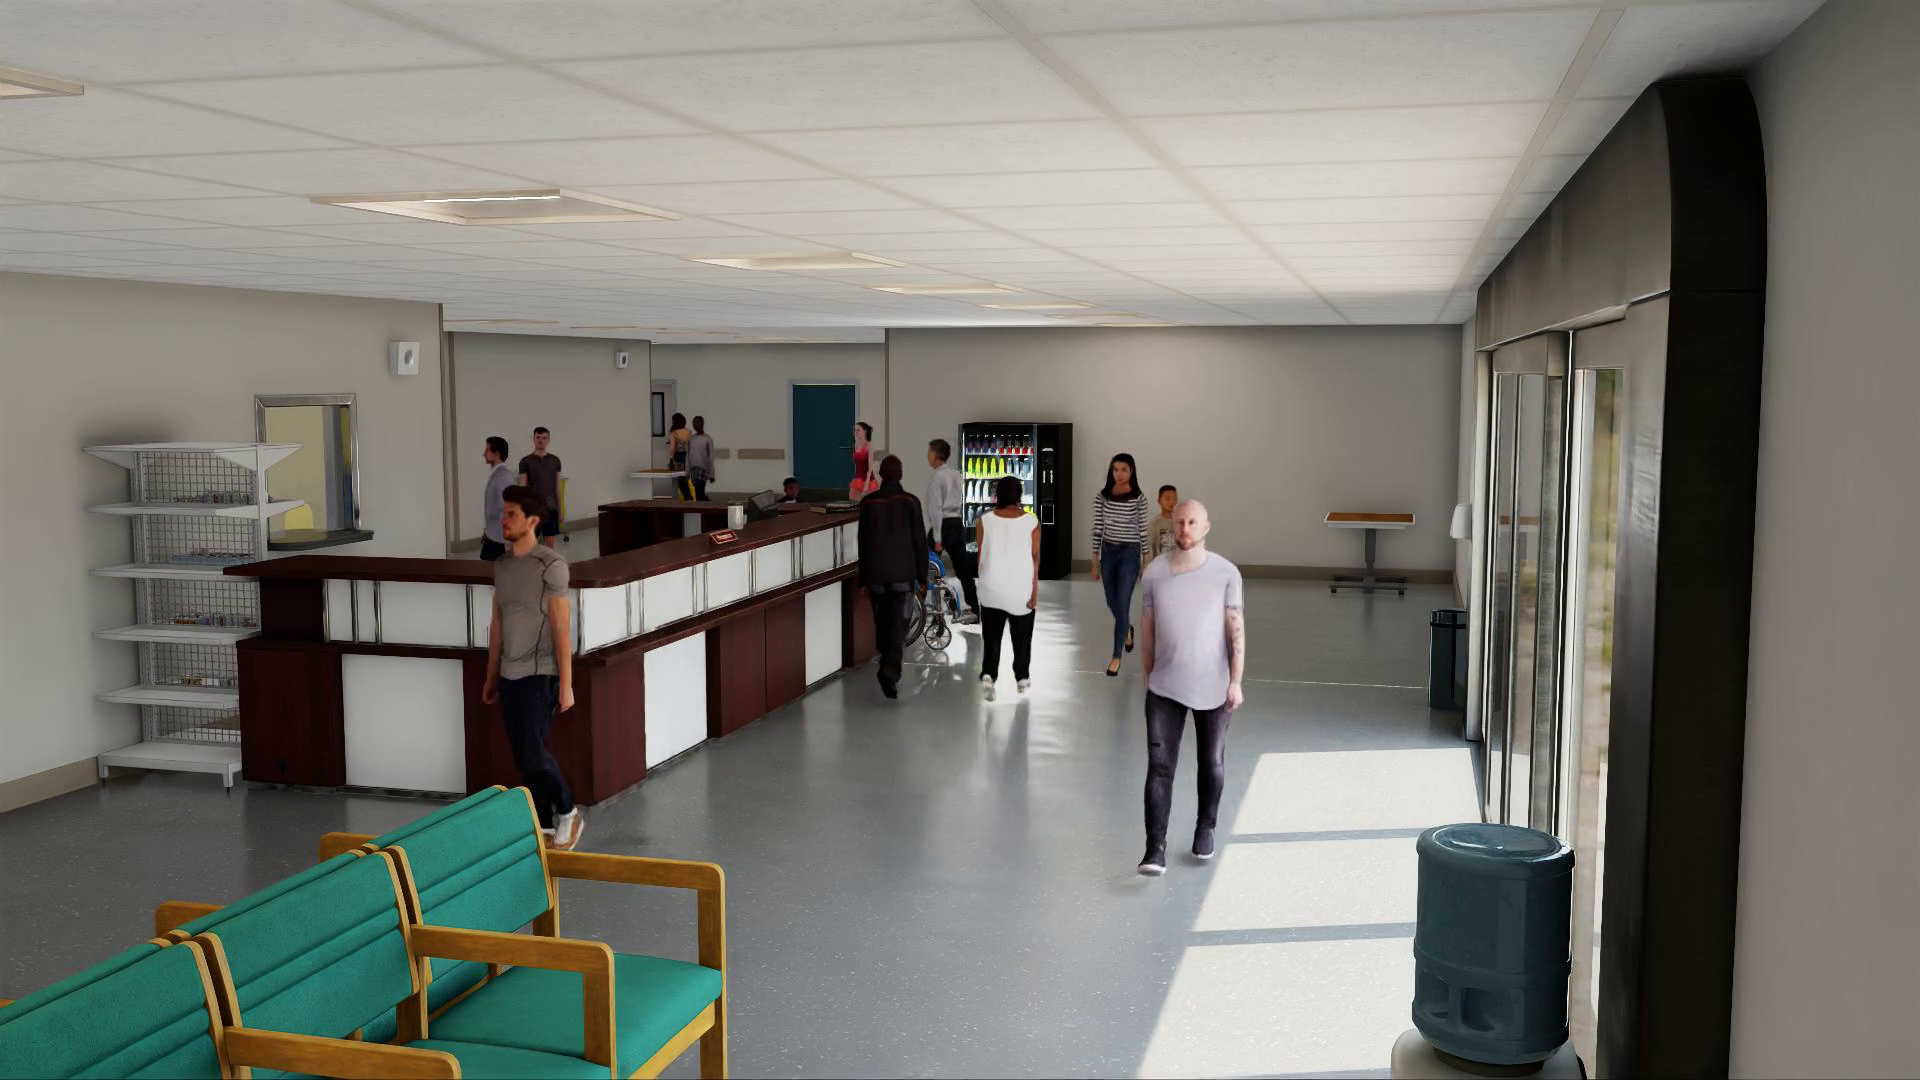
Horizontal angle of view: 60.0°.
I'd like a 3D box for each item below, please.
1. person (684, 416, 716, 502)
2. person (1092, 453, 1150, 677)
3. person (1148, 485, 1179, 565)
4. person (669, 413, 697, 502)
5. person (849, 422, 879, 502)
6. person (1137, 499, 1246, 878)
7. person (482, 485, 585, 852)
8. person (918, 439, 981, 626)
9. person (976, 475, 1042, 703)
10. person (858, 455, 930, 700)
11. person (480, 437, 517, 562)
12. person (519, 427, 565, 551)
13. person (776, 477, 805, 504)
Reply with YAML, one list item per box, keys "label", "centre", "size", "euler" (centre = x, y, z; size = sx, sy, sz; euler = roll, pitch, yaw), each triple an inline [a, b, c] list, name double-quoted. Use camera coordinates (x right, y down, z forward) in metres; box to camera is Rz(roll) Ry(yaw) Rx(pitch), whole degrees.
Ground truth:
- label: "person"
  centre: [-4.009, -1.038, 25.959]
  size: [1.166, 1.735, 0.778]
  euler: [2, 6, 22]
- label: "person"
  centre: [1.307, 0.203, 13.411]
  size: [1.076, 1.761, 0.721]
  euler: [2, 6, 21]
- label: "person"
  centre: [1.804, 0.247, 14.567]
  size: [0.557, 1.459, 0.666]
  euler: [-1, 6, -13]
- label: "person"
  centre: [-4.685, -1.272, 28.238]
  size: [0.951, 1.746, 1.068]
  euler: [-4, 7, -34]
- label: "person"
  centre: [-1.279, -0.774, 23.490]
  size: [1.138, 1.705, 1.008]
  euler: [6, 8, 44]
- label: "person"
  centre: [1.161, 0.719, 8.202]
  size: [1.020, 1.795, 0.722]
  euler: [1, 6, 14]
- label: "person"
  centre: [-2.059, 0.668, 8.256]
  size: [0.735, 1.885, 0.834]
  euler: [4, 7, 37]
- label: "person"
  centre: [-0.068, -0.036, 15.842]
  size: [1.275, 1.767, 1.010]
  euler: [5, 7, 39]
- label: "person"
  centre: [0.328, 0.377, 12.295]
  size: [1.019, 1.656, 0.769]
  euler: [1, 6, 8]
- label: "person"
  centre: [-0.529, 0.288, 12.484]
  size: [1.160, 1.795, 0.802]
  euler: [1, 6, 12]
- label: "person"
  centre: [-4.164, -0.021, 15.505]
  size: [1.313, 1.806, 0.996]
  euler: [-1, 6, -7]
- label: "person"
  centre: [-4.583, -0.314, 18.194]
  size: [0.726, 1.851, 0.760]
  euler: [-4, 7, -36]
- label: "person"
  centre: [-1.924, -0.074, 18.796]
  size: [0.794, 1.252, 0.829]
  euler: [-2, 6, -23]
